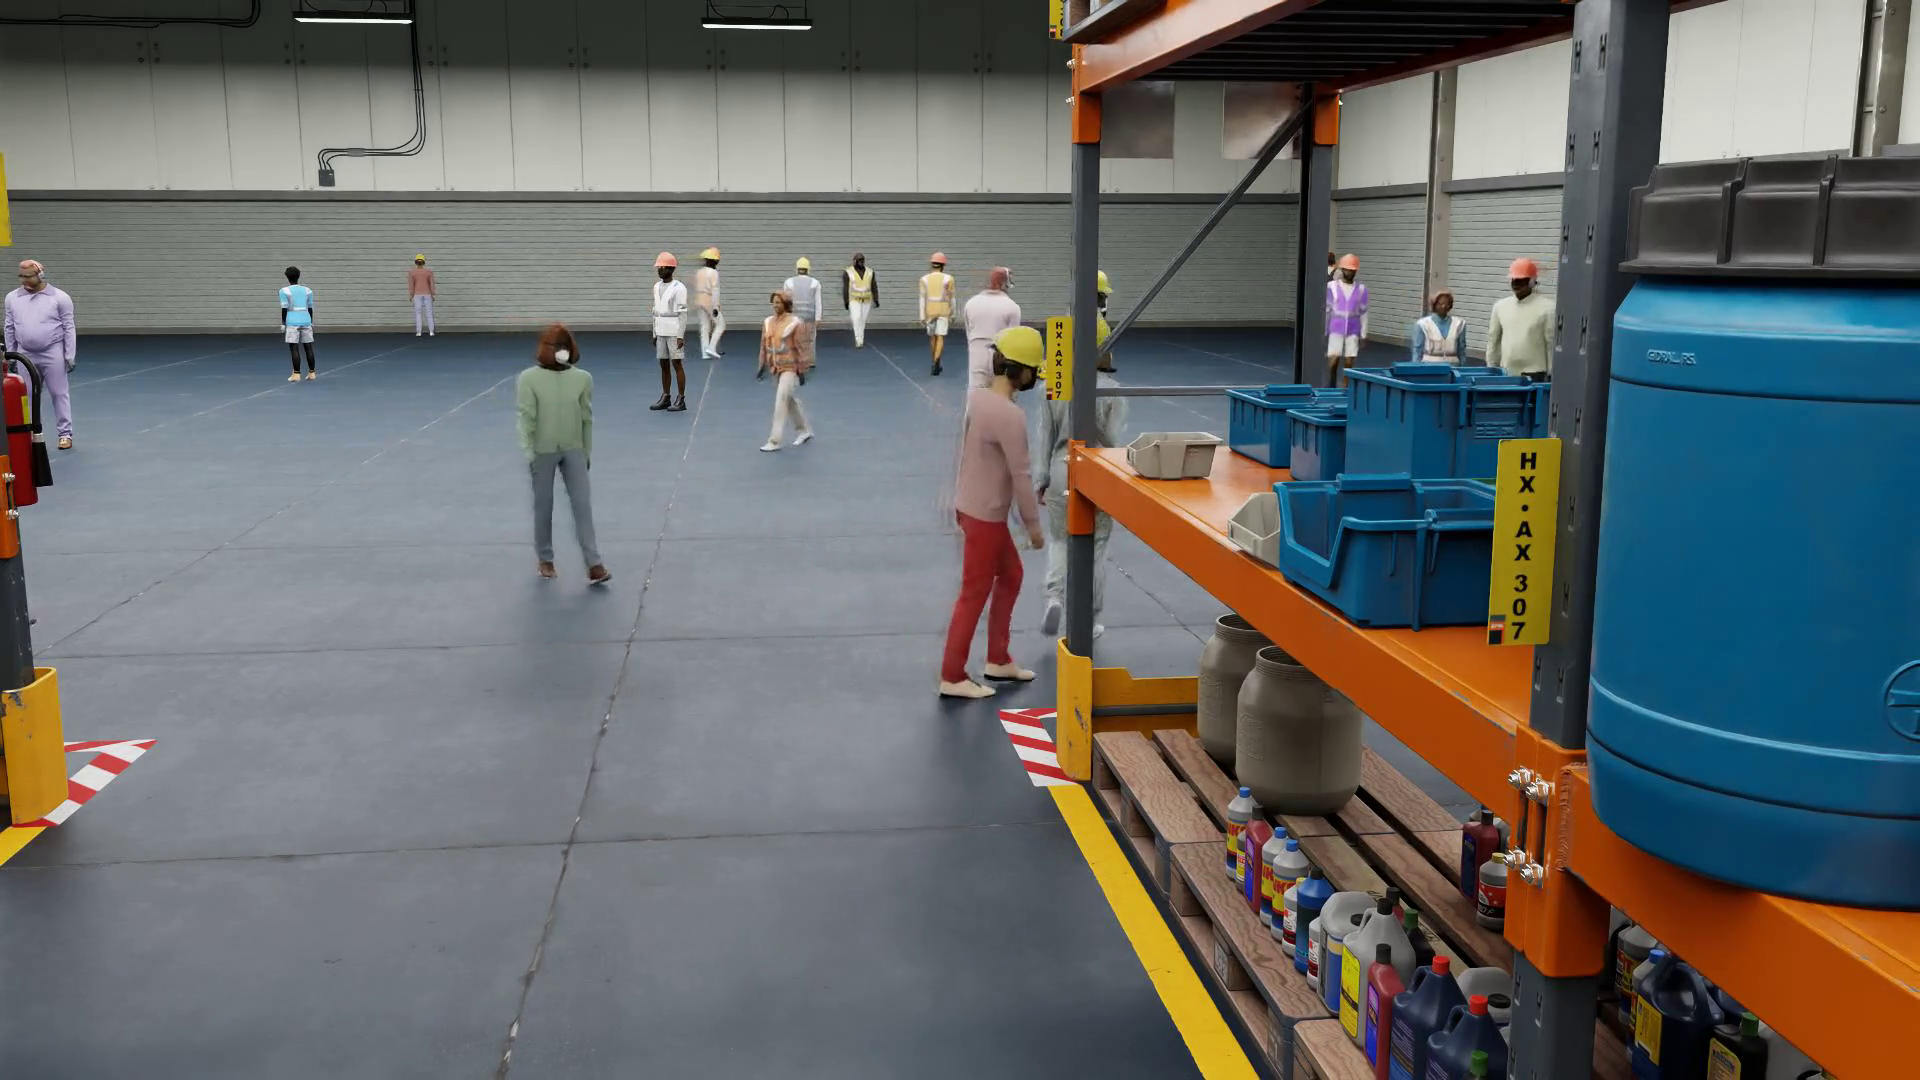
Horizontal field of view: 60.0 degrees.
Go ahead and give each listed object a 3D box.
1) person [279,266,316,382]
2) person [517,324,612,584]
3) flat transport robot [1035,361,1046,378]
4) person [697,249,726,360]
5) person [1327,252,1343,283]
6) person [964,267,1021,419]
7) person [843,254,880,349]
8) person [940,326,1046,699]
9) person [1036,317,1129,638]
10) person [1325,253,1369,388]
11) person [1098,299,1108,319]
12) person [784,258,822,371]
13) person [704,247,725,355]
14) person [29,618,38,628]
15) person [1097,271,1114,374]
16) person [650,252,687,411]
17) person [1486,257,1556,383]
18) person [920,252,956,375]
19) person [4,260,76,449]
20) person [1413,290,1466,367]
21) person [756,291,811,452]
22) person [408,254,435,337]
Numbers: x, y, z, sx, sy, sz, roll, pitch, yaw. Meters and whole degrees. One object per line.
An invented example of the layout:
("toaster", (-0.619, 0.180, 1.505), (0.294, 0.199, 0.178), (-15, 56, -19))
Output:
("person", (-9.785, -3.183, 24.554), (0.318, 1.698, 0.540), (7, 13, 35))
("person", (-2.454, -0.519, 10.235), (0.508, 1.609, 0.658), (-6, 12, -30))
("flat transport robot", (1.190, -2.629, 25.440), (0.652, 0.197, 1.431), (-7, 12, -33))
("person", (-4.324, -4.091, 28.939), (0.460, 1.909, 0.617), (-9, 14, -40))
("person", (6.886, -4.442, 31.063), (0.505, 1.846, 0.346), (2, 11, 13))
("person", (0.312, -1.684, 15.957), (0.626, 1.852, 1.014), (5, 11, 25))
("person", (-1.867, -4.570, 31.867), (0.643, 1.799, 0.905), (-4, 11, -21))
("person", (0.197, -0.104, 7.624), (0.655, 1.713, 0.543), (-3, 11, -14))
("person", (0.628, -0.302, 8.688), (0.497, 1.723, 0.475), (3, 11, 17))
("person", (4.800, -2.597, 20.724), (0.582, 1.921, 0.404), (1, 10, 3))
("person", (2.245, -4.008, 28.860), (0.638, 1.783, 0.962), (-1, 10, -4))
("person", (-2.477, -3.527, 26.192), (0.598, 1.787, 0.914), (-1, 10, -5))
("person", (-4.475, -4.320, 30.138), (0.374, 1.935, 0.552), (-6, 12, -28))
("person", (-5.208, -0.233, 8.648), (0.731, 1.607, 0.513), (-5, 12, -26))
("person", (1.229, -1.612, 15.687), (0.406, 1.809, 0.685), (-1, 10, -3))
("person", (-3.583, -2.547, 20.408), (0.545, 1.942, 0.353), (8, 13, 36))
("person", (5.053, -1.542, 14.872), (0.631, 1.964, 0.928), (10, 14, 43))
("person", (-0.363, -3.527, 25.902), (0.540, 1.900, 0.895), (3, 11, 16))
("person", (-9.221, -1.845, 16.676), (0.651, 1.898, 0.402), (-2, 10, -9))
("person", (4.603, -1.572, 15.944), (0.541, 1.616, 0.620), (0, 10, -1))
("person", (-1.758, -1.717, 16.797), (0.506, 1.600, 0.861), (8, 13, 39))
("person", (-11.536, -5.243, 35.673), (0.522, 1.768, 0.312), (-4, 11, -22))
